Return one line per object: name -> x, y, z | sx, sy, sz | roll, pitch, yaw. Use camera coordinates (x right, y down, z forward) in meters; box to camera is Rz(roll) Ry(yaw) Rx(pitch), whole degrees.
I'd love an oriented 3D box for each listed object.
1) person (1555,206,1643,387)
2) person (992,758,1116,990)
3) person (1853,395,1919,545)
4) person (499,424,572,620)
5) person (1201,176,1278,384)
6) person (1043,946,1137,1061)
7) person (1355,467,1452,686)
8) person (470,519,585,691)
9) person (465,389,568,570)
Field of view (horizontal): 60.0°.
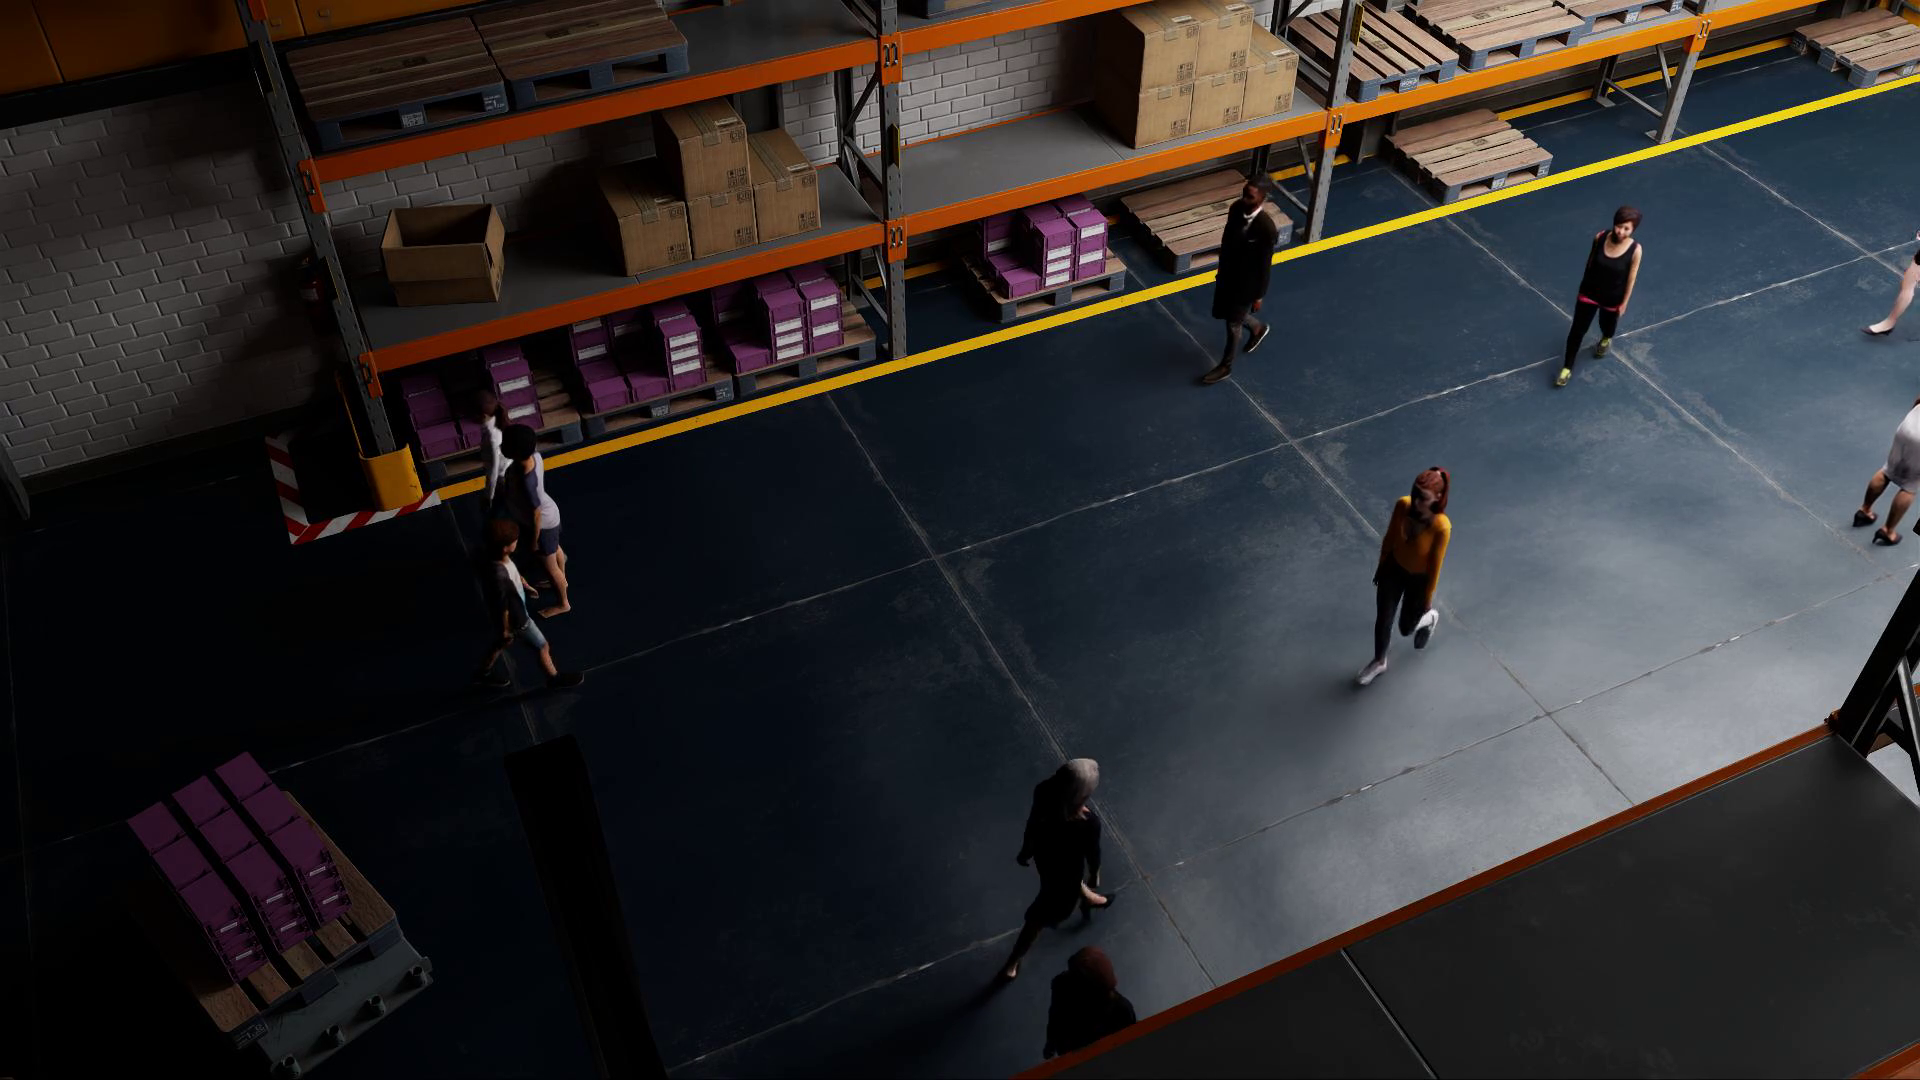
person -> 5.014, -1.947, 12.882 | 0.851, 1.523, 1.068 | 26, 49, 25
person -> 0.481, 1.798, 8.837 | 1.226, 1.681, 0.845 | -34, 53, -31
person -> 6.607, -0.697, 11.408 | 0.512, 1.748, 0.562 | -16, 46, -16
person -> -2.789, -0.151, 10.967 | 0.597, 1.565, 0.613 | -7, 44, -8
person -> 2.215, -2.019, 12.765 | 0.938, 1.790, 0.728 | -23, 48, -22
person -> 0.662, 2.435, 8.176 | 0.920, 1.671, 1.125 | 25, 49, 24
person -> 2.866, 0.204, 10.468 | 0.956, 1.739, 0.737 | -32, 52, -29
person -> -2.886, 0.450, 10.440 | 0.936, 1.421, 0.577 | -14, 45, -14
person -> -2.963, -0.400, 11.254 | 0.903, 1.529, 0.604 | -12, 45, -13
